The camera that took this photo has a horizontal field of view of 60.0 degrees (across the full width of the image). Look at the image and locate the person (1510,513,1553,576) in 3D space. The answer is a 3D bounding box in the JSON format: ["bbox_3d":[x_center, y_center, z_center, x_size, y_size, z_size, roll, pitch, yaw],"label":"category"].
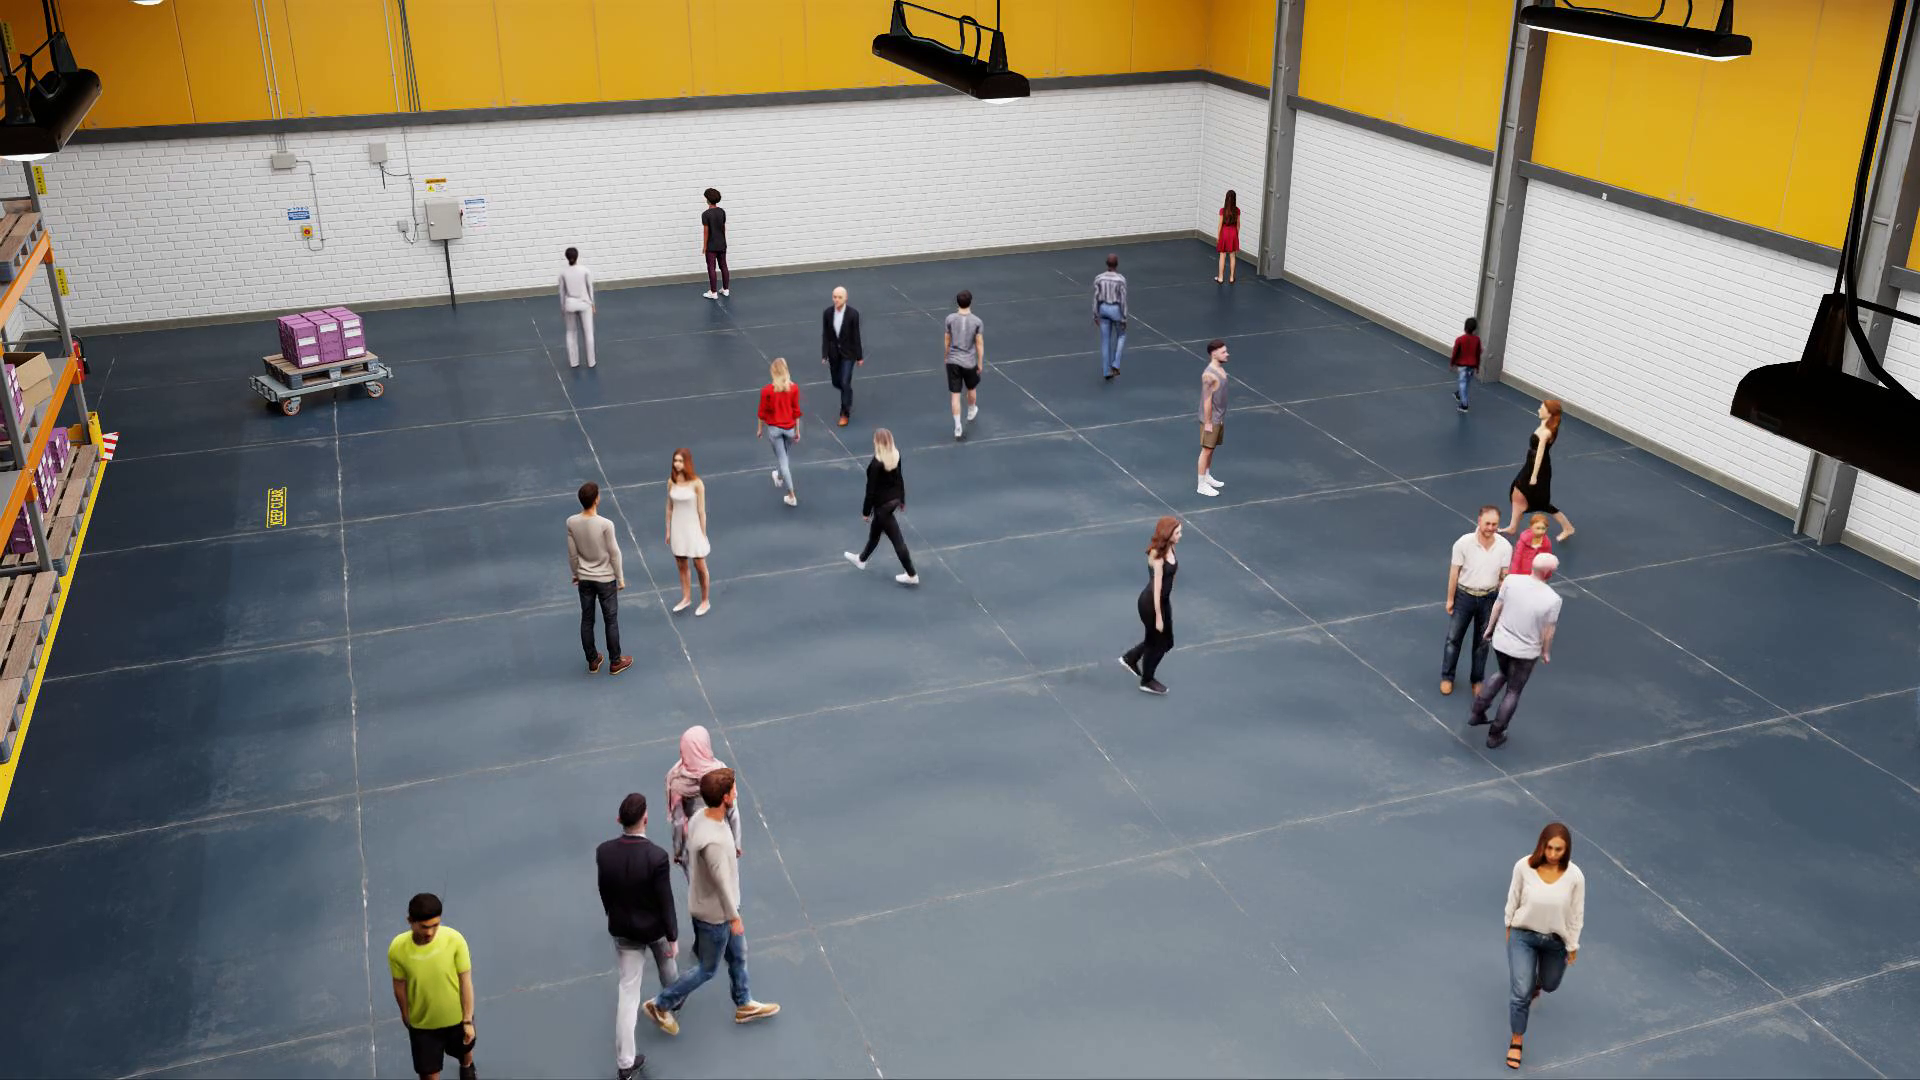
[{"bbox_3d":[5.391,0.334,15.847,0.748,1.299,0.910,3,24,7],"label":"person"}]

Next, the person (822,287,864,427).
[{"bbox_3d":[-1.502,-2.421,21.552,1.077,1.778,1.216,6,24,13],"label":"person"}]

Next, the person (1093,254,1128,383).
[{"bbox_3d":[2.065,-3.038,22.963,0.825,1.779,0.876,9,25,19],"label":"person"}]

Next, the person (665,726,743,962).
[{"bbox_3d":[-1.712,2.065,11.258,0.674,1.803,0.639,-4,24,-9],"label":"person"}]

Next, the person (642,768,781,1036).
[{"bbox_3d":[-1.640,2.346,10.538,0.854,1.865,1.101,-2,24,-5],"label":"person"}]

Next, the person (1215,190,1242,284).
[{"bbox_3d":[4.522,-5.125,28.017,0.610,1.554,0.668,-2,24,-5],"label":"person"}]

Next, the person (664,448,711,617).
[{"bbox_3d":[-2.667,-0.108,16.343,0.667,1.712,0.717,9,25,19],"label":"person"}]

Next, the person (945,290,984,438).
[{"bbox_3d":[0.007,-2.198,20.969,1.033,1.836,1.259,3,24,7],"label":"person"}]

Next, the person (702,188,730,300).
[{"bbox_3d":[-3.989,-4.845,27.089,0.723,1.784,0.711,20,31,38],"label":"person"}]

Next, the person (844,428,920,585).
[{"bbox_3d":[-0.676,-0.292,16.855,1.215,1.638,1.098,13,27,27],"label":"person"}]

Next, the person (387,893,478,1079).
[{"bbox_3d":[-3.074,2.752,9.869,0.628,1.656,1.081,-6,24,-14],"label":"person"}]

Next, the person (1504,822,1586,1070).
[{"bbox_3d":[3.675,2.475,10.499,0.982,1.659,1.066,9,25,20],"label":"person"}]

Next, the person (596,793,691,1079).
[{"bbox_3d":[-2.031,2.490,10.308,1.147,1.785,1.335,5,24,12],"label":"person"}]

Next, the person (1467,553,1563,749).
[{"bbox_3d":[4.616,0.910,13.902,0.724,1.801,0.903,15,28,31],"label":"person"}]

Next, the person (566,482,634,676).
[{"bbox_3d":[-3.304,0.346,15.110,0.748,1.867,0.756,5,24,11],"label":"person"}]

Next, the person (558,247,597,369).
[{"bbox_3d":[-5.418,-3.305,23.627,0.694,1.735,0.678,-2,24,-4],"label":"person"}]

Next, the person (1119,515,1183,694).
[{"bbox_3d":[1.638,0.571,14.782,0.886,1.717,0.824,11,26,24],"label":"person"}]

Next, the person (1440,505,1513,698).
[{"bbox_3d":[4.572,0.513,14.757,0.754,1.844,0.777,6,24,14],"label":"person"}]

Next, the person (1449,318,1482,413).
[{"bbox_3d":[6.699,-2.289,21.947,0.632,1.220,0.921,-3,24,-8],"label":"person"}]

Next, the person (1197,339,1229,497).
[{"bbox_3d":[2.917,-1.445,19.274,0.795,1.847,0.708,8,25,19],"label":"person"}]

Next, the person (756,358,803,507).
[{"bbox_3d":[-2.007,-1.186,18.883,0.701,1.653,1.117,-11,26,-24],"label":"person"}]

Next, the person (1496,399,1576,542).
[{"bbox_3d":[6.310,-0.715,17.880,1.045,1.592,1.052,7,25,16],"label":"person"}]
